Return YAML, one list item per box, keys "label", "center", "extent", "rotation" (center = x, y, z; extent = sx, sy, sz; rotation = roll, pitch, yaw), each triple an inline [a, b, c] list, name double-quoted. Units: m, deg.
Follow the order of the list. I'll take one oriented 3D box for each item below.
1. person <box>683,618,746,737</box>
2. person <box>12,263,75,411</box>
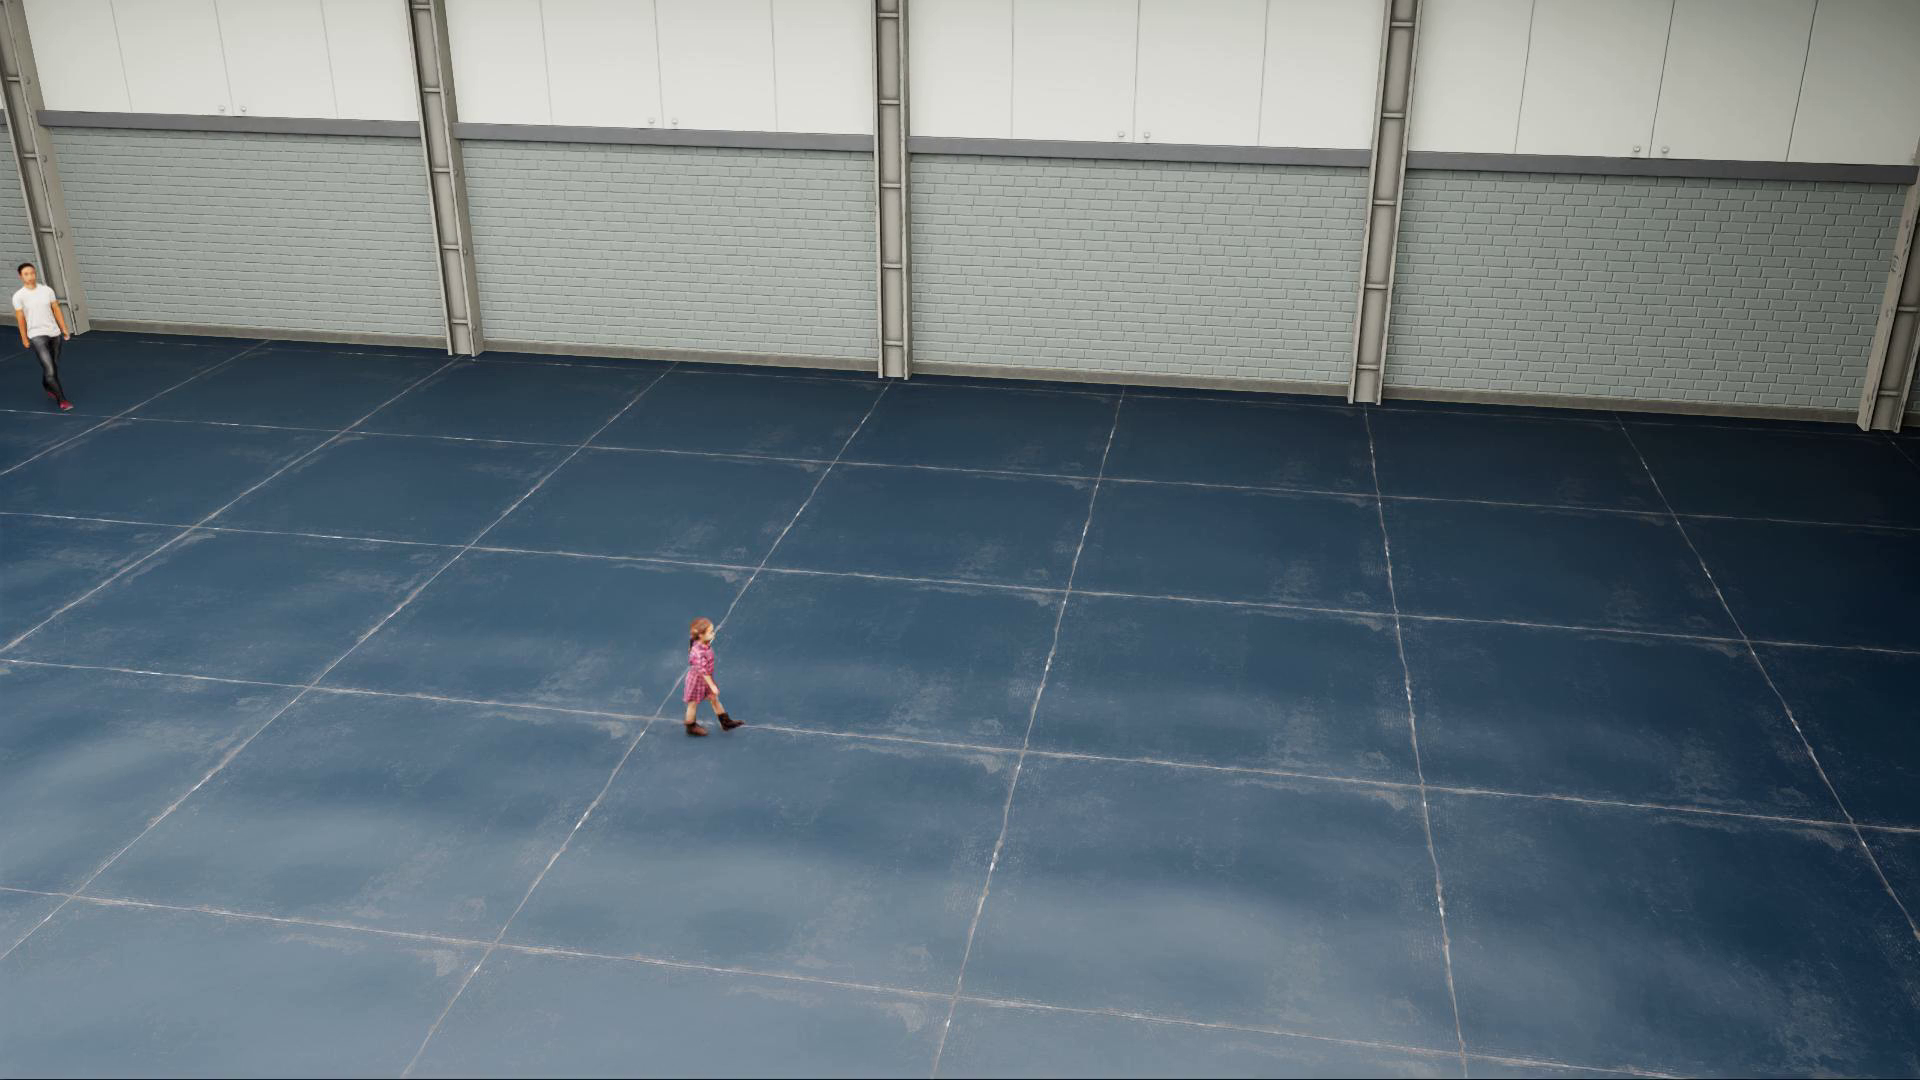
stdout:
- label: "person"
  center: [-2.062, 1.073, 12.901]
  extent: [0.686, 1.004, 0.461]
  rotation: [2, 23, 5]
- label: "person"
  center: [-11.225, -2.504, 20.342]
  extent: [1.231, 1.765, 0.980]
  rotation: [17, 28, 34]
